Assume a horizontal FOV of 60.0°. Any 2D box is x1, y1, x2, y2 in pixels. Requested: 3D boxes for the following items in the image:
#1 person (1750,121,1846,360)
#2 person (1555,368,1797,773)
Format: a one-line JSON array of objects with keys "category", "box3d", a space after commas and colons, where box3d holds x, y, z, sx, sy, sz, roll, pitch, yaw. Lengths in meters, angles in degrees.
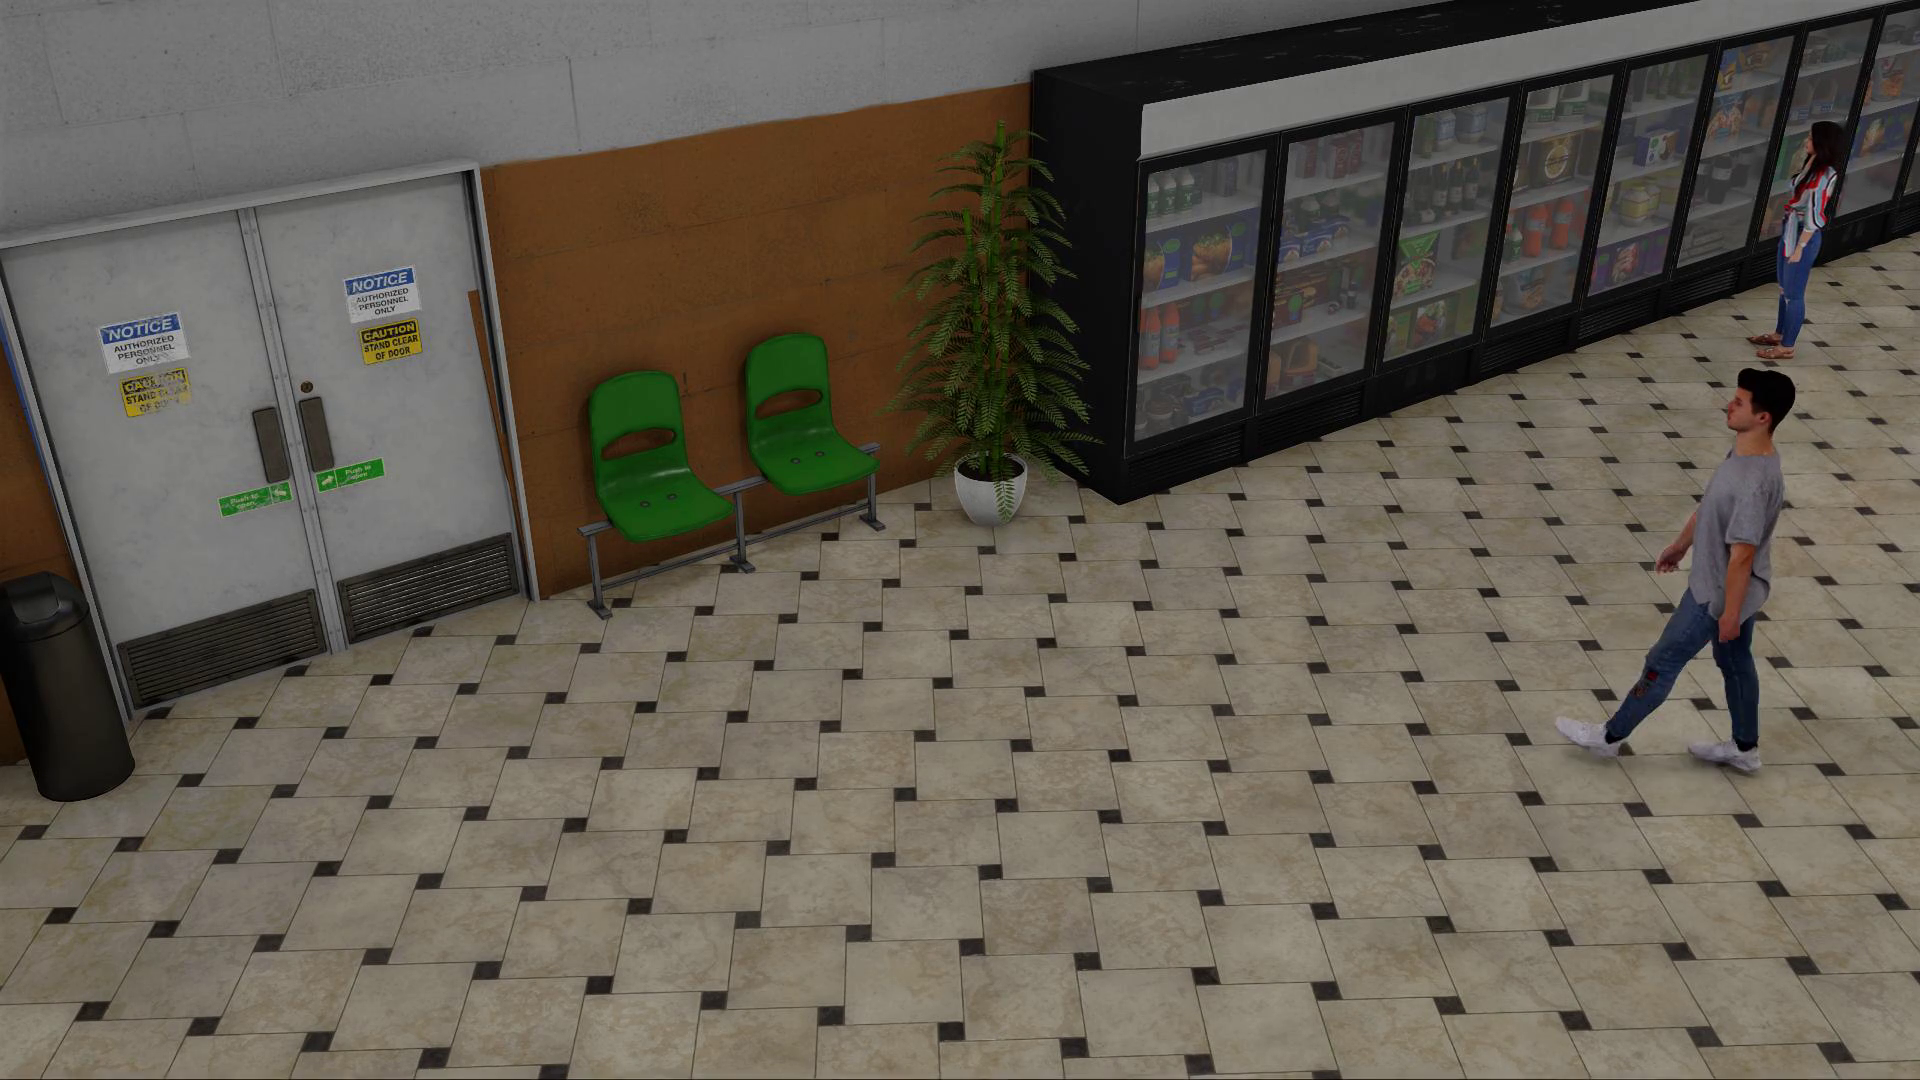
[{"category": "person", "box3d": [5.664, -2.018, 11.197, 0.706, 1.611, 0.661, 7, 29, 12]}, {"category": "person", "box3d": [3.266, 0.197, 6.893, 1.213, 1.848, 1.034, 13, 31, 23]}]
